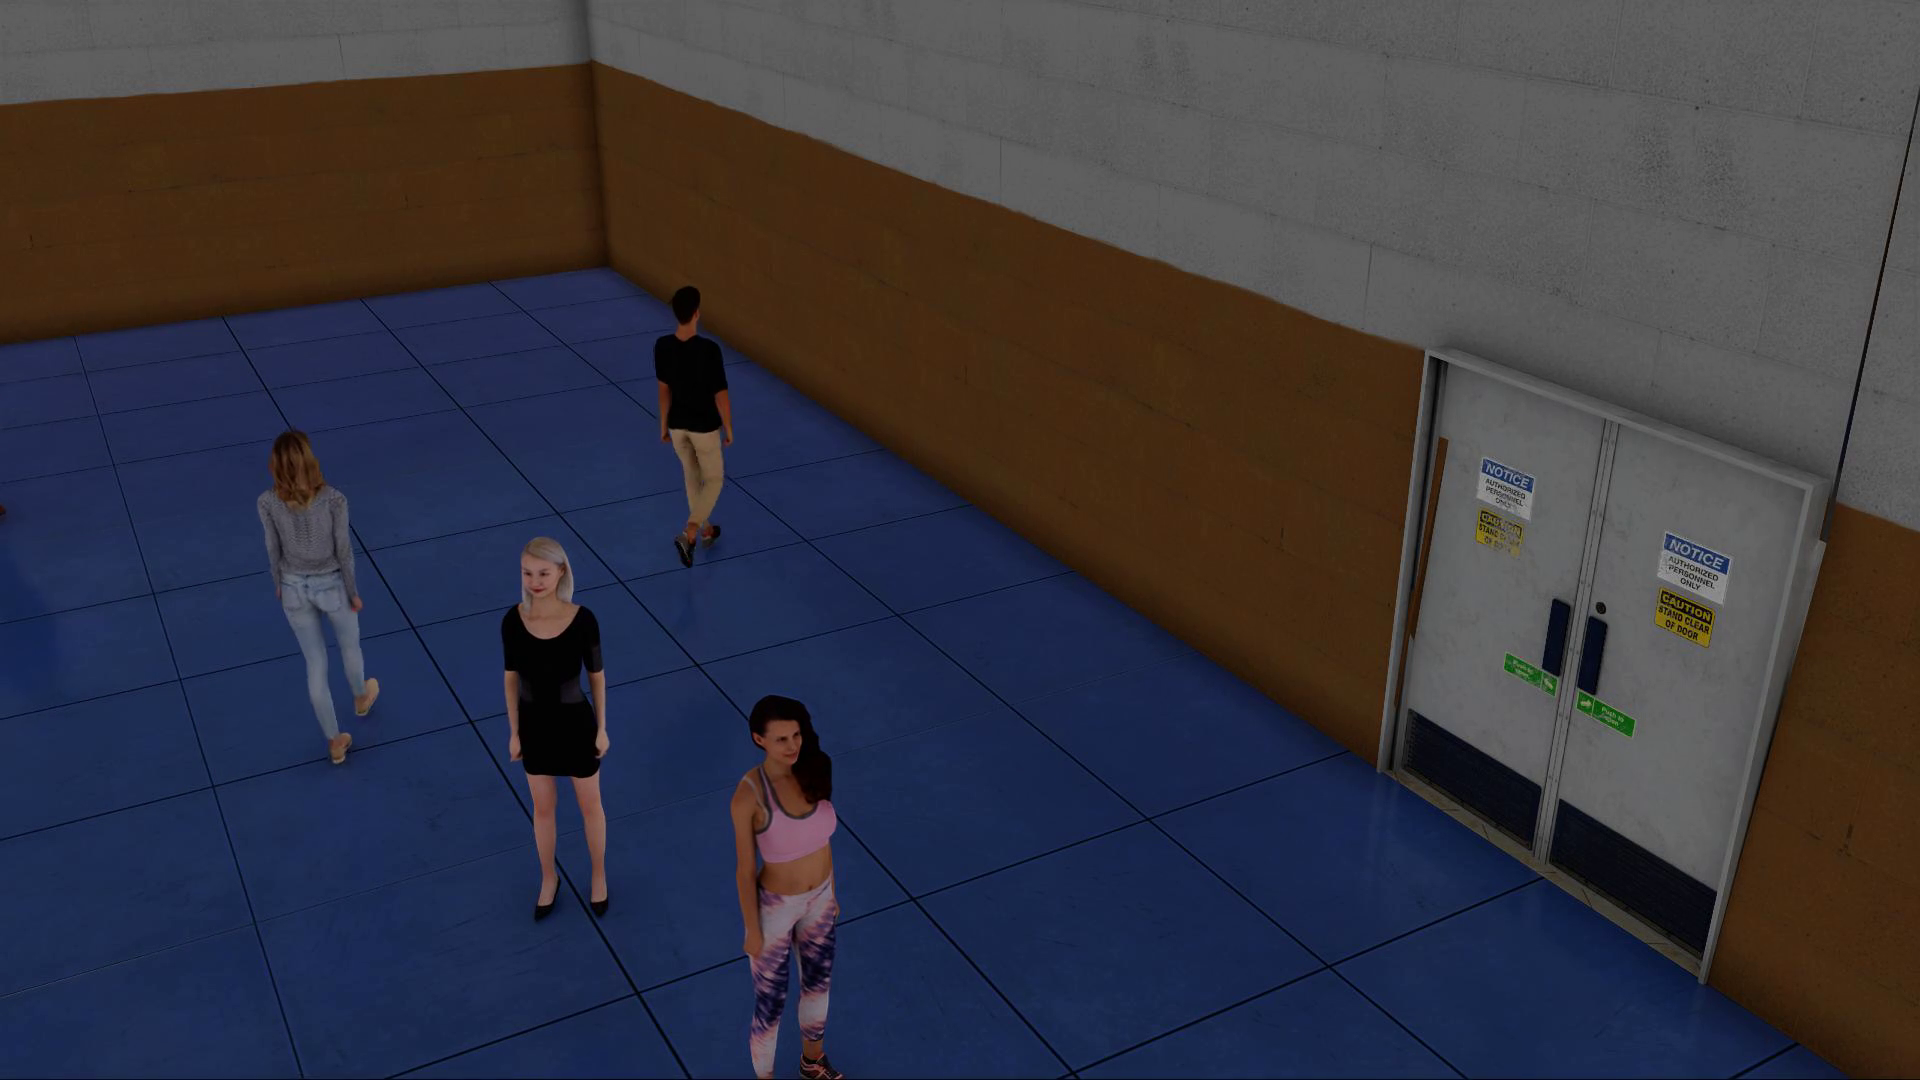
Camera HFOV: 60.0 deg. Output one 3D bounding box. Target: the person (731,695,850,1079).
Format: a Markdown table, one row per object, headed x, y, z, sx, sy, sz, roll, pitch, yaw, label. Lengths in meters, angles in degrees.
| x | y | z | sx | sy | sz | roll | pitch | yaw | label |
| --- | --- | --- | --- | --- | --- | --- | --- | --- | --- |
| -0.626 | 1.368 | 6.149 | 0.543 | 1.767 | 0.695 | -21 | 31 | -39 | person |

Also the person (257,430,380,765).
| x | y | z | sx | sy | sz | roll | pitch | yaw | label |
| --- | --- | --- | --- | --- | --- | --- | --- | --- | --- |
| -3.310 | 0.330 | 8.517 | 0.994 | 1.771 | 0.905 | -3 | 24 | -7 | person |

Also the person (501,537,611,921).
| x | y | z | sx | sy | sz | roll | pitch | yaw | label |
| --- | --- | --- | --- | --- | --- | --- | --- | --- | --- |
| -1.754 | 0.836 | 7.287 | 0.595 | 1.829 | 0.716 | -1 | 24 | -3 | person |

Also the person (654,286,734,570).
| x | y | z | sx | sy | sz | roll | pitch | yaw | label |
| --- | --- | --- | --- | --- | --- | --- | --- | --- | --- |
| -1.742 | -0.698 | 10.753 | 1.076 | 1.836 | 1.139 | 6 | 24 | 13 | person |
